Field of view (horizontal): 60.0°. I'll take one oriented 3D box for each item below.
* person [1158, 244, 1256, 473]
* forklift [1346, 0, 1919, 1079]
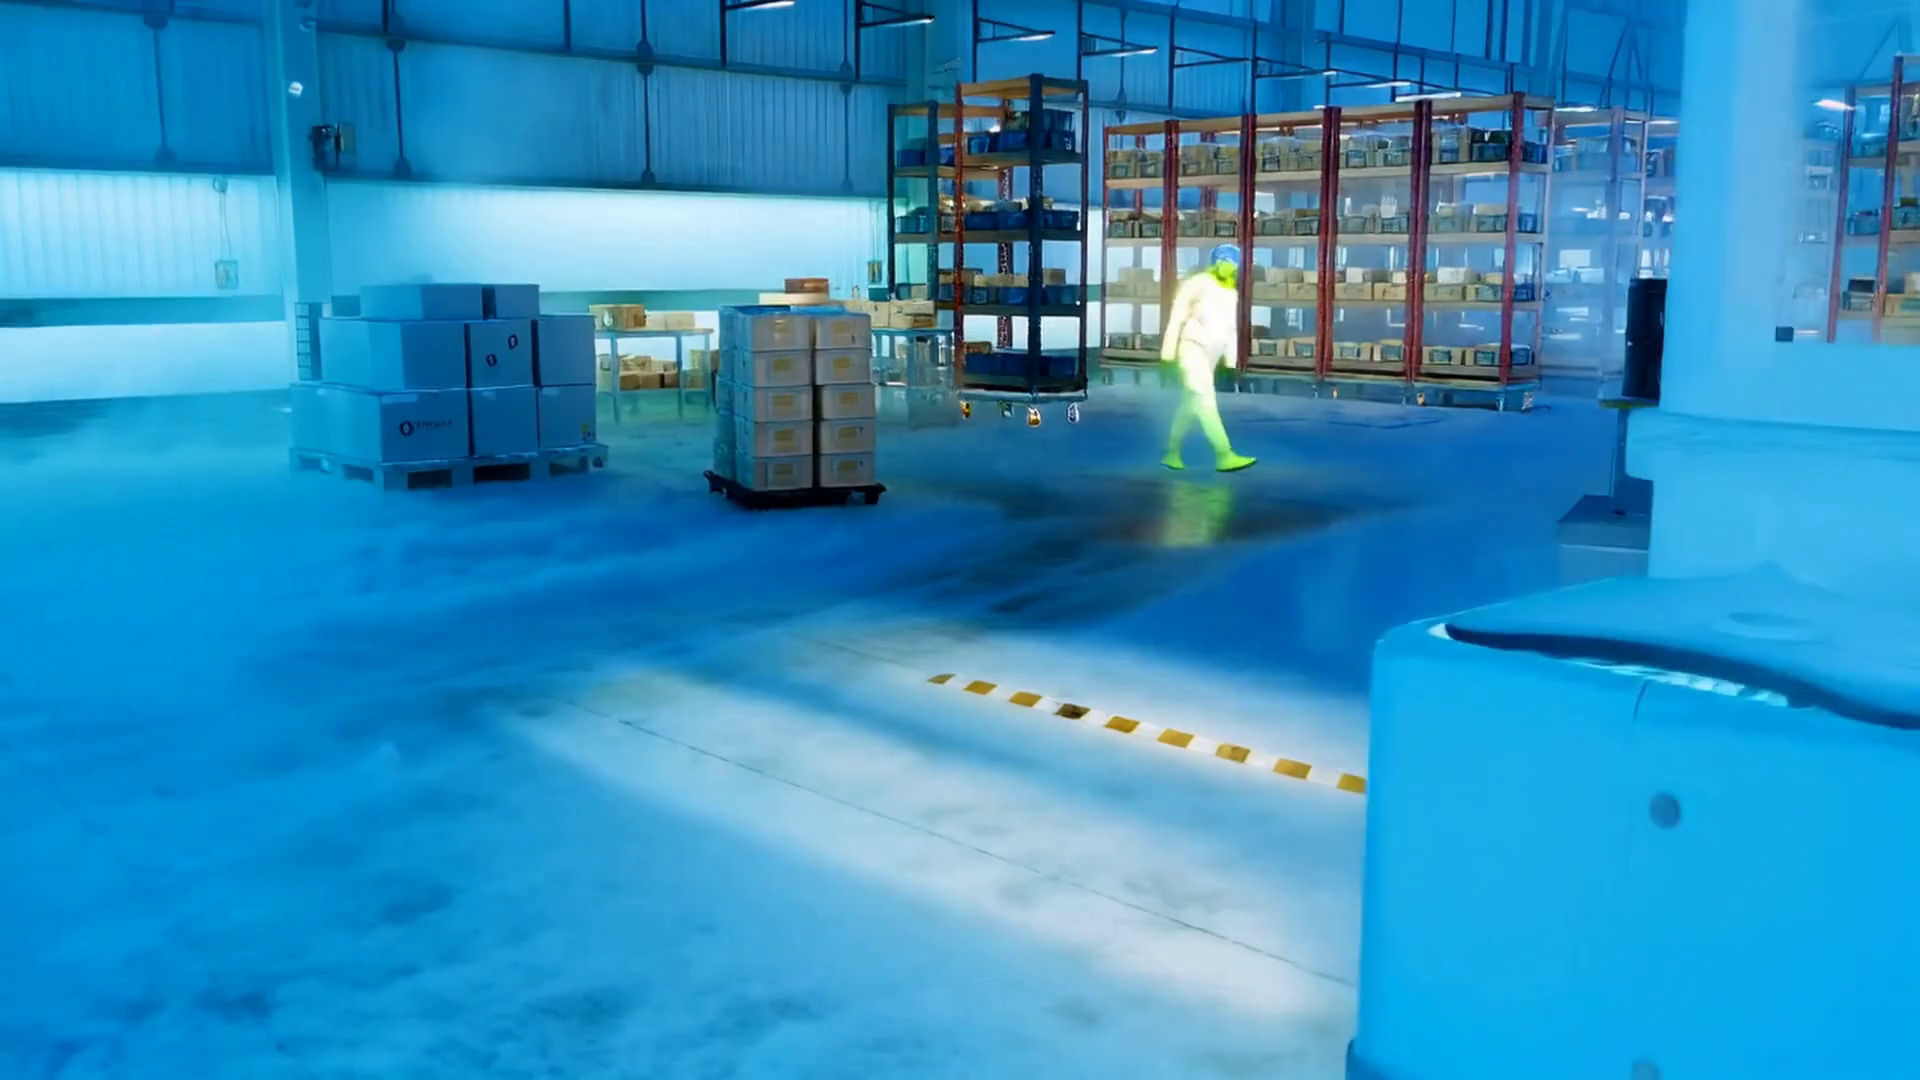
[{"bbox_3d":[2.021,-1.459,13.503,0.959,1.844,0.716,8,13,42],"label":"person"},{"bbox_3d":[1.690,-0.219,2.929,1.873,2.768,1.129,-8,12,-39],"label":"forklift"}]
